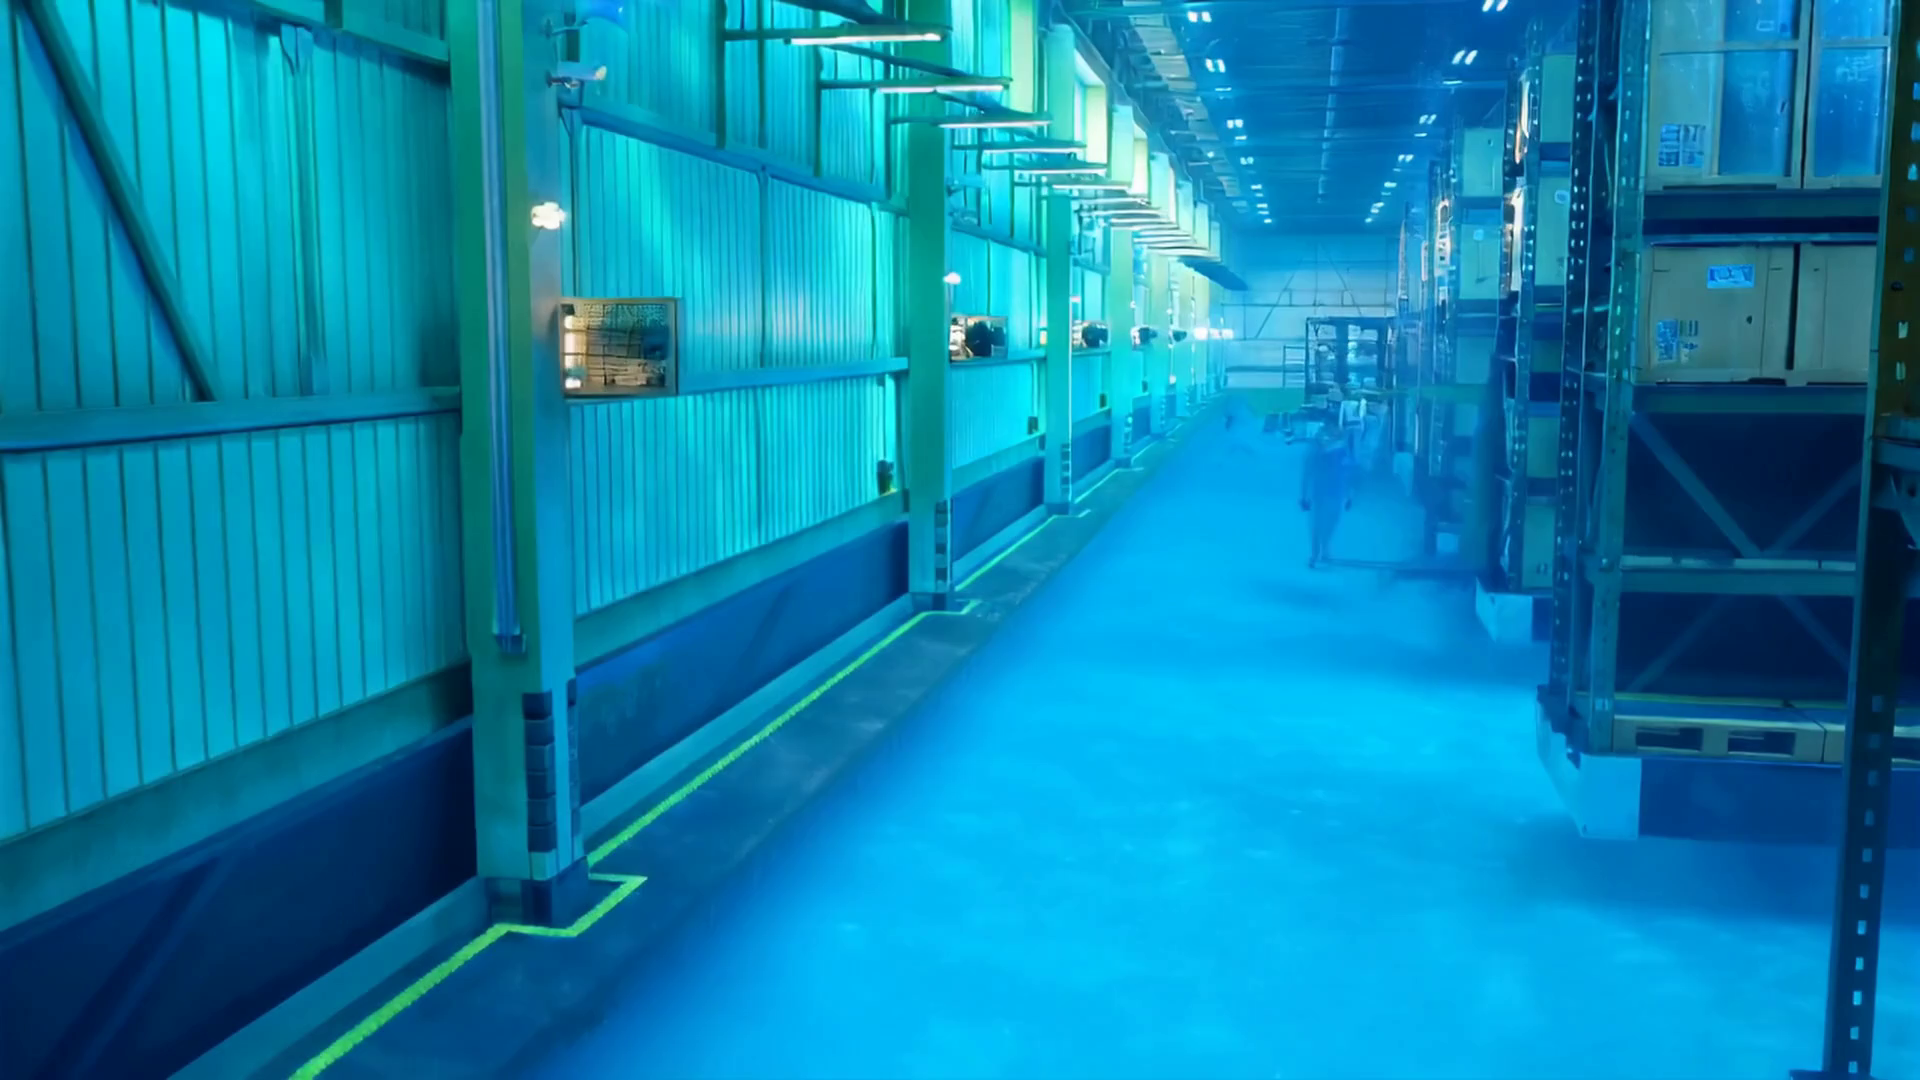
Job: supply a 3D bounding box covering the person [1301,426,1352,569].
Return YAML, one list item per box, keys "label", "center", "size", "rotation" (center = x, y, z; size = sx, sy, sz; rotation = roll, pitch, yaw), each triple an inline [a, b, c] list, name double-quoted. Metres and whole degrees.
- label: "person"
  center: [4.828, -0.570, 21.921]
  size: [0.648, 1.888, 0.518]
  rotation: [1, 7, 5]

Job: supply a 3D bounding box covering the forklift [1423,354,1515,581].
- label: "forklift"
  center: [6.756, -0.916, 20.724]
  size: [1.873, 2.768, 1.129]
  rotation: [1, 7, 12]

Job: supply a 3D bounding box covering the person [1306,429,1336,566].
- label: "person"
  center: [4.863, -0.564, 22.091]
  size: [0.430, 1.822, 0.713]
  rotation: [6, 9, 38]

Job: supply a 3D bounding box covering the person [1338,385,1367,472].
- label: "person"
  center: [8.701, -2.468, 36.887]
  size: [0.642, 1.933, 0.520]
  rotation: [2, 7, 15]

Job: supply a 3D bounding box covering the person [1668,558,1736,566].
- label: "person"
  center: [6.372, 0.447, 14.284]
  size: [0.563, 1.752, 0.326]
  rotation: [6, 10, 42]
